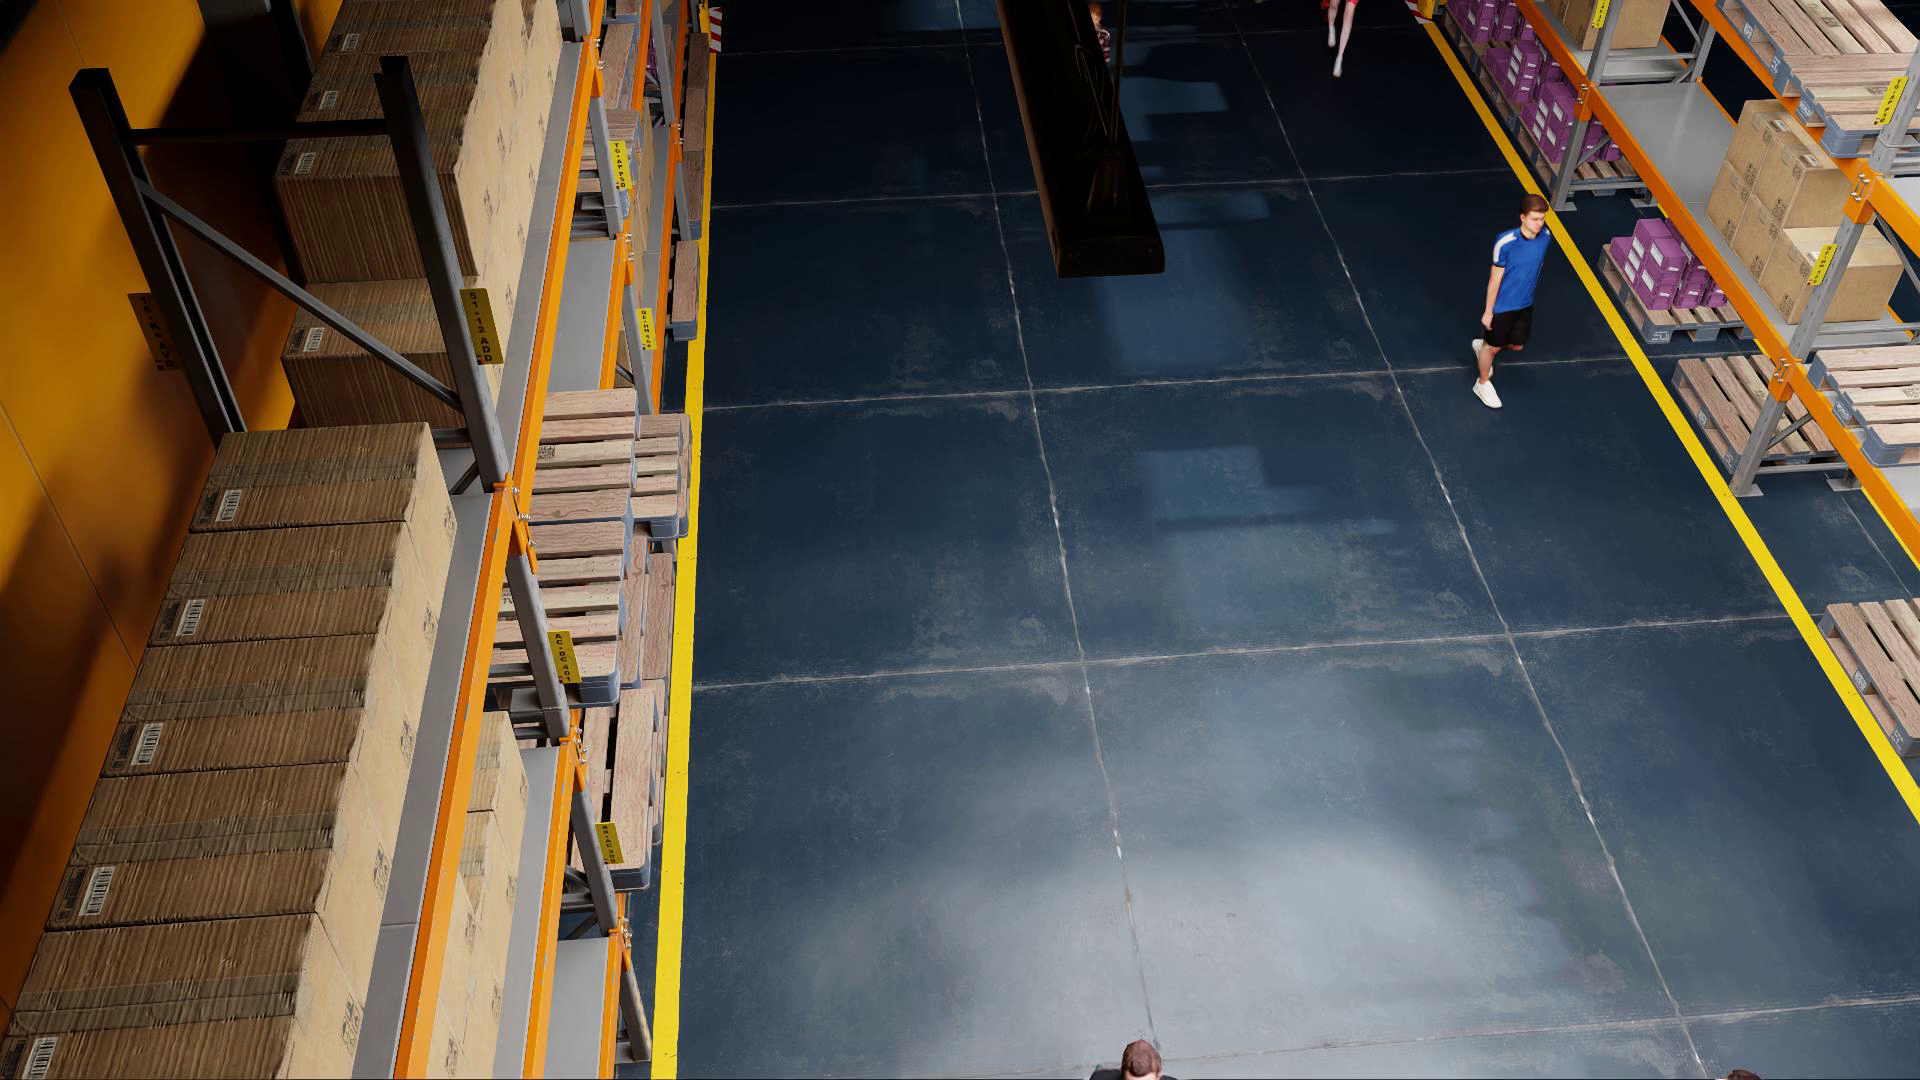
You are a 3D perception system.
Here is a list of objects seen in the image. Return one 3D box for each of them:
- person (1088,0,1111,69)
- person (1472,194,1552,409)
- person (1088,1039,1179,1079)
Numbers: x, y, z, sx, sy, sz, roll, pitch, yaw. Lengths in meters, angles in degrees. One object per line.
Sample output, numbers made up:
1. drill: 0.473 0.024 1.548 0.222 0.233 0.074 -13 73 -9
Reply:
1. person: 1.272 -4.618 16.211 0.634 1.307 0.672 17 46 17
2. person: 4.238 -1.912 12.976 0.761 1.853 0.898 -13 45 -14
3. person: 0.802 2.863 7.981 0.726 1.828 0.864 2 44 3
